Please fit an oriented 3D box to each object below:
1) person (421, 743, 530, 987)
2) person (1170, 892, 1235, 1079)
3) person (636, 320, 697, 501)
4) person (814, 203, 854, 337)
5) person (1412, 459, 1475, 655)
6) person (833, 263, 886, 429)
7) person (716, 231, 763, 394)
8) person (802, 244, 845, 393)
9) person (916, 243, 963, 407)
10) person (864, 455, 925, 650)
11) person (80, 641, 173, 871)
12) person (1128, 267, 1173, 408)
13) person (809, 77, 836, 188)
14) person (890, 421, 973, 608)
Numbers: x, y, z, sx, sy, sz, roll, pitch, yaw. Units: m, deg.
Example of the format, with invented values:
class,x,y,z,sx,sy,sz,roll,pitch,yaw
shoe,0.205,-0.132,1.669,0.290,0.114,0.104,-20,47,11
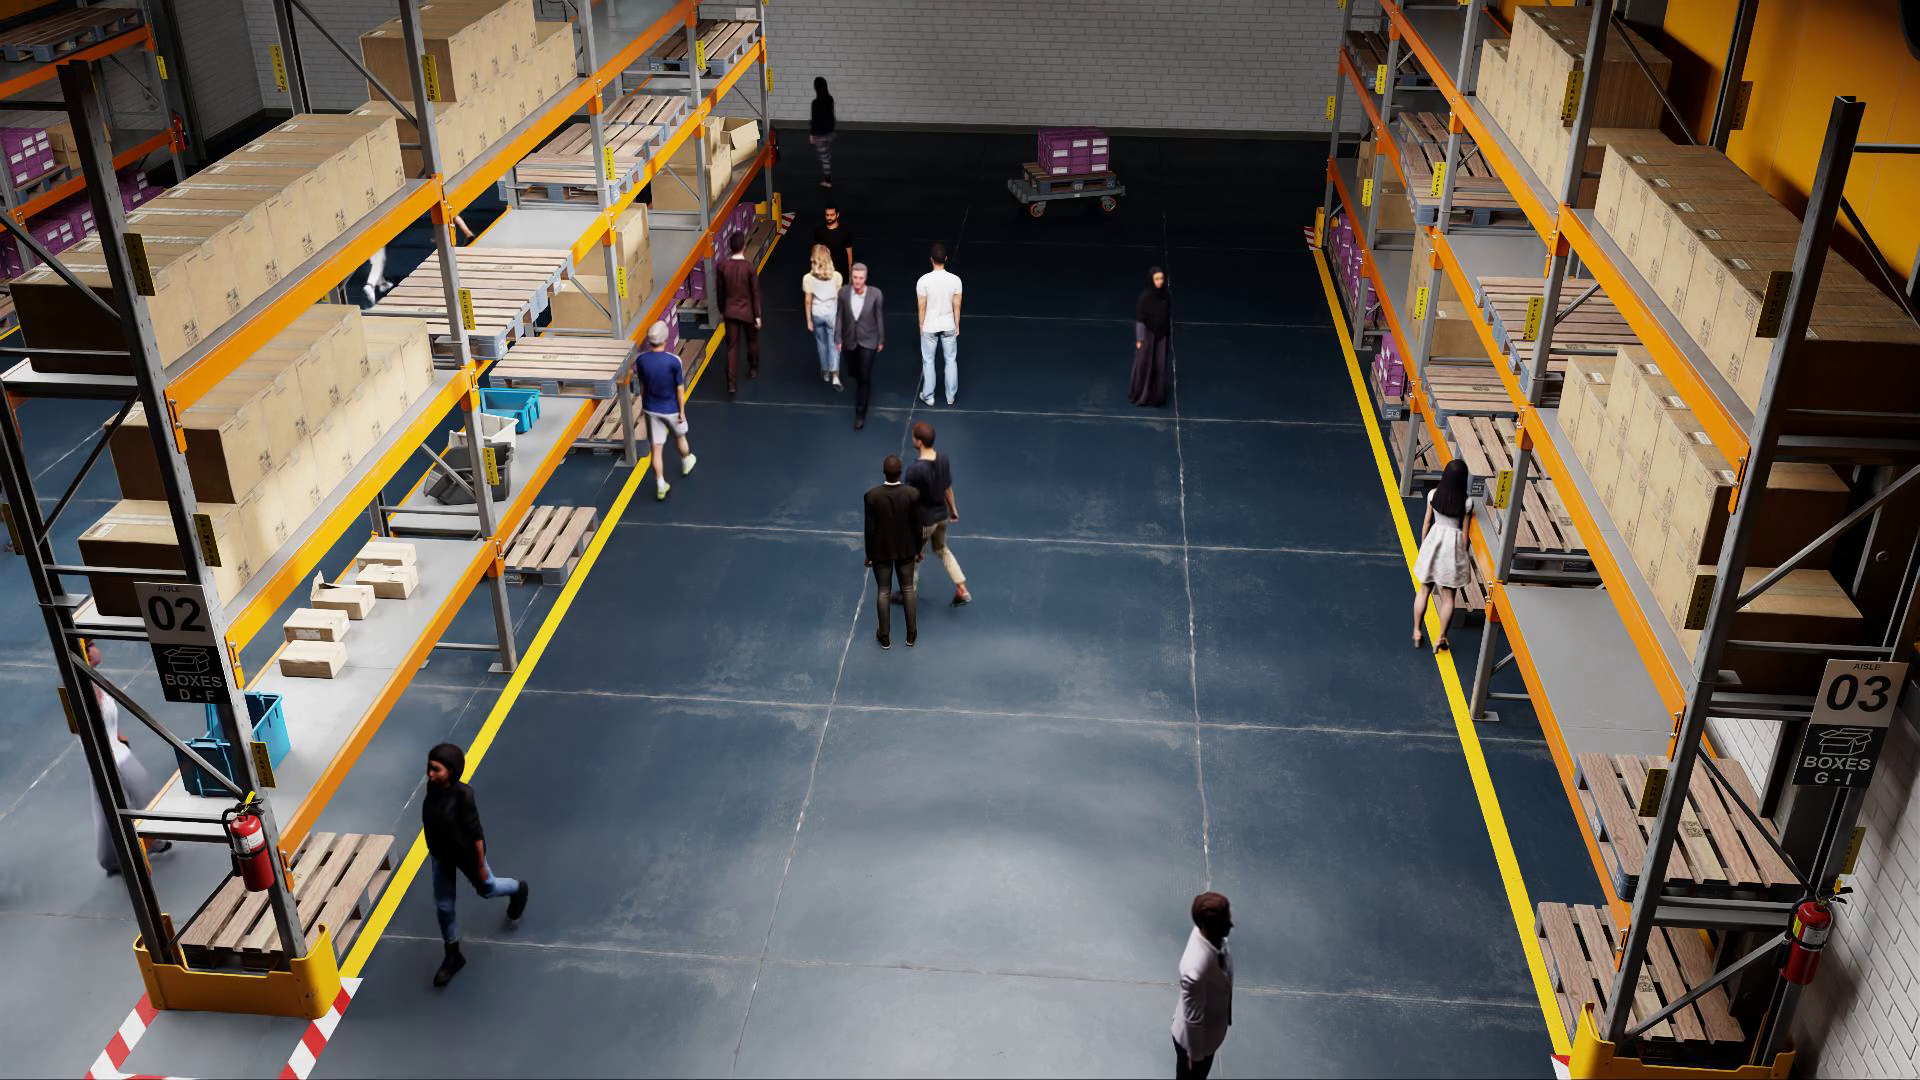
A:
class,x,y,z,sx,sy,sz,roll,pitch,yaw
person,-3.183,2.013,10.798,0.810,1.668,1.175,12,31,20
person,1.338,2.711,9.323,0.794,1.853,0.606,10,30,17
person,-3.005,-1.269,16.670,0.663,1.805,1.026,1,29,1
person,-1.544,-3.279,20.404,0.631,1.757,0.537,1,29,2
person,4.114,0.134,14.137,0.774,1.769,0.795,18,33,29
person,-1.094,-2.217,18.415,0.755,1.799,1.171,5,29,8
person,-2.539,-2.552,18.997,0.678,1.830,1.188,3,29,5
person,-1.514,-2.511,19.061,0.770,1.697,1.136,-1,29,-1
person,-0.239,-2.416,18.715,0.737,1.861,0.679,-7,29,-12
person,-0.564,0.095,14.176,0.719,1.800,0.644,-5,29,-9
person,-5.997,1.535,11.588,0.866,1.750,0.806,-15,32,-26
person,2.172,-2.312,18.785,0.719,1.611,0.747,-11,31,-20
person,-2.087,-6.400,26.158,0.804,1.727,0.720,21,35,34
person,-0.289,-0.189,14.667,1.100,1.828,1.094,22,35,34
